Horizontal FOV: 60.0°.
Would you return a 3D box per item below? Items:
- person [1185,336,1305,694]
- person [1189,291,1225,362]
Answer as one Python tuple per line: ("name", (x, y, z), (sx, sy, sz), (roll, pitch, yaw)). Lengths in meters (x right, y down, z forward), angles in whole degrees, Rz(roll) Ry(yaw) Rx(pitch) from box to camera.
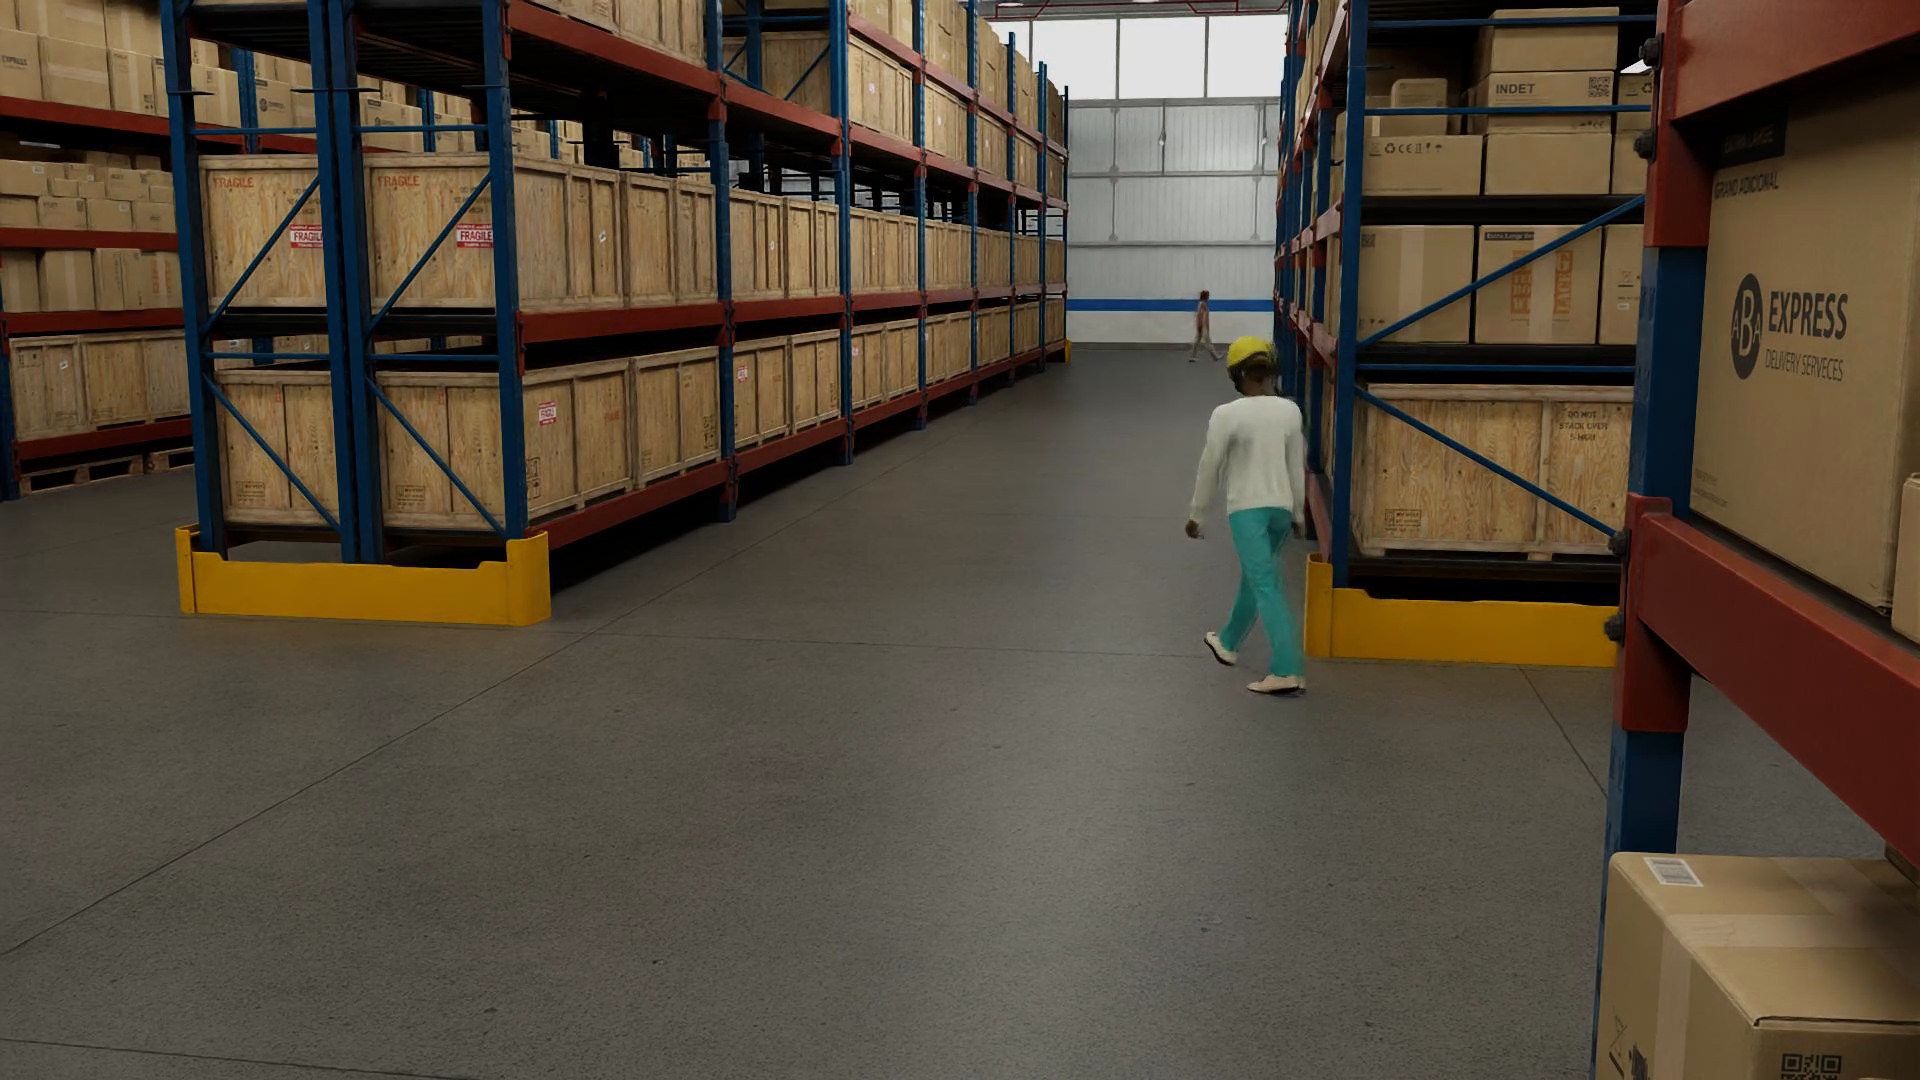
("person", (1.424, -0.142, 8.184), (0.543, 1.698, 0.923), (-5, 10, -28))
("person", (5.558, -4.803, 37.428), (0.831, 1.591, 0.541), (2, 9, 10))
